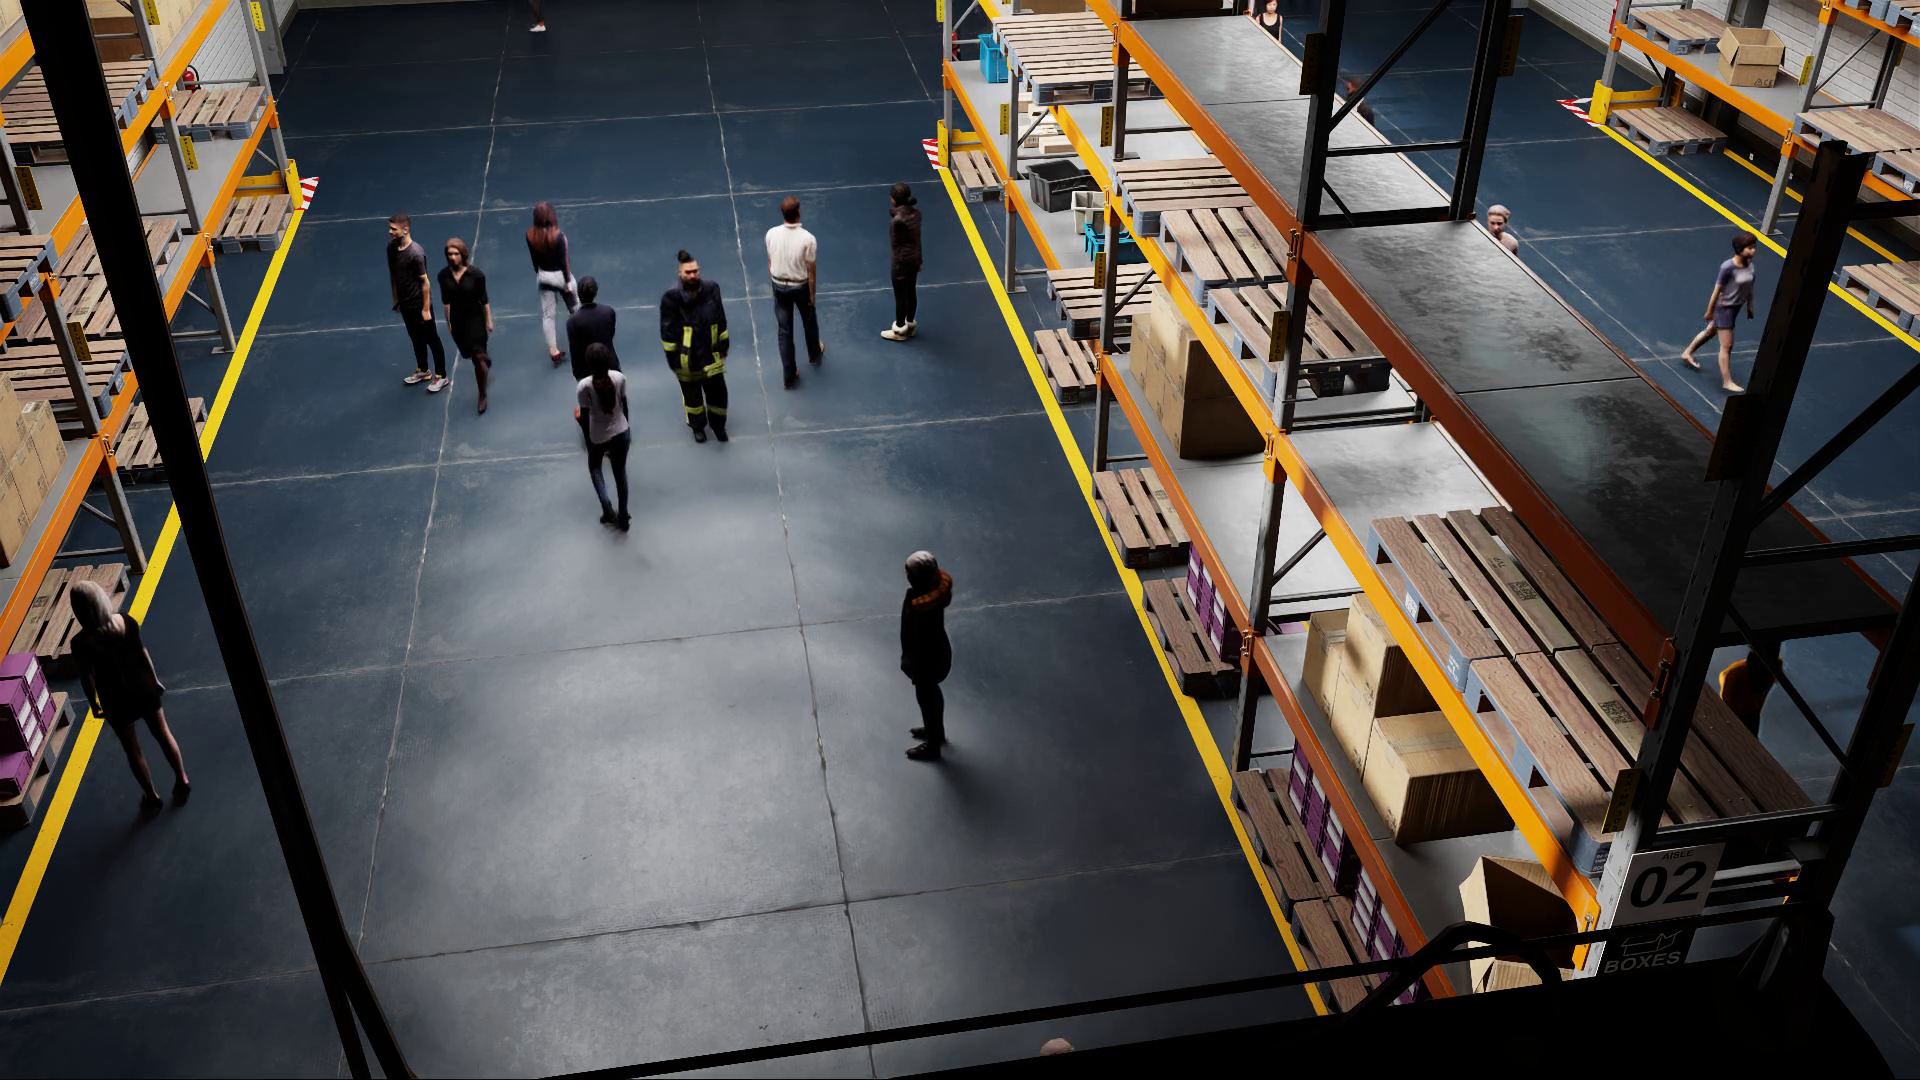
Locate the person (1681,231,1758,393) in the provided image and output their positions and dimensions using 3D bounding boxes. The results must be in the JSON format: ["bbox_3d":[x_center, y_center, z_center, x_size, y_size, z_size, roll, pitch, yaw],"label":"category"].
[{"bbox_3d":[7.346,-2.262,16.049,0.831,1.516,1.111,-19,38,-27],"label":"person"}]

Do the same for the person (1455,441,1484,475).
[{"bbox_3d":[3.849,-0.211,13.060,0.581,1.408,0.947,-3,34,-5],"label":"person"}]

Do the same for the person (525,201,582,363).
[{"bbox_3d":[-4.024,-2.505,16.379,0.903,1.554,1.161,9,35,13],"label":"person"}]

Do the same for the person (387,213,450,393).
[{"bbox_3d":[-5.186,-2.271,15.837,0.713,1.764,0.765,20,38,27],"label":"person"}]

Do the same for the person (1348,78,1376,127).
[{"bbox_3d":[4.536,-4.378,18.995,0.893,1.779,0.792,-22,39,-29],"label":"person"}]

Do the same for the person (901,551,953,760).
[{"bbox_3d":[-0.214,0.778,11.370,0.744,1.632,0.615,3,34,5],"label":"person"}]

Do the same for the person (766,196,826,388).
[{"bbox_3d":[-1.640,-2.328,15.877,0.899,1.817,1.140,5,34,8],"label":"person"}]

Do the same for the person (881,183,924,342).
[{"bbox_3d":[-0.542,-2.778,16.695,0.762,1.660,0.702,-11,35,-15],"label":"person"}]

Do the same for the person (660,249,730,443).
[{"bbox_3d":[-2.392,-1.781,15.019,0.827,1.855,0.776,-12,35,-17],"label":"person"}]

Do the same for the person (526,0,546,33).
[{"bbox_3d":[-6.614,-8.698,25.633,0.770,1.624,0.570,12,36,18],"label":"person"}]

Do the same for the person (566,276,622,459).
[{"bbox_3d":[-3.148,-1.457,14.704,0.946,1.663,1.234,-22,39,-29],"label":"person"}]

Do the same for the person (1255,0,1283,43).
[{"bbox_3d":[4.165,-6.644,22.608,0.551,1.553,0.511,-3,34,-5],"label":"person"}]

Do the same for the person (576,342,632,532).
[{"bbox_3d":[-2.860,-0.815,13.695,0.684,1.711,0.715,-18,38,-25],"label":"person"}]

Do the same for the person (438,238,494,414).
[{"bbox_3d":[-4.589,-2.065,15.601,0.699,1.683,0.997,0,34,0],"label":"person"}]

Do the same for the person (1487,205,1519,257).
[{"bbox_3d":[4.954,-2.293,15.773,0.761,1.872,0.715,5,34,8],"label":"person"}]

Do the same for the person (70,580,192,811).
[{"bbox_3d":[-5.408,1.016,10.832,0.657,1.832,0.667,-28,43,-36],"label":"person"}]
